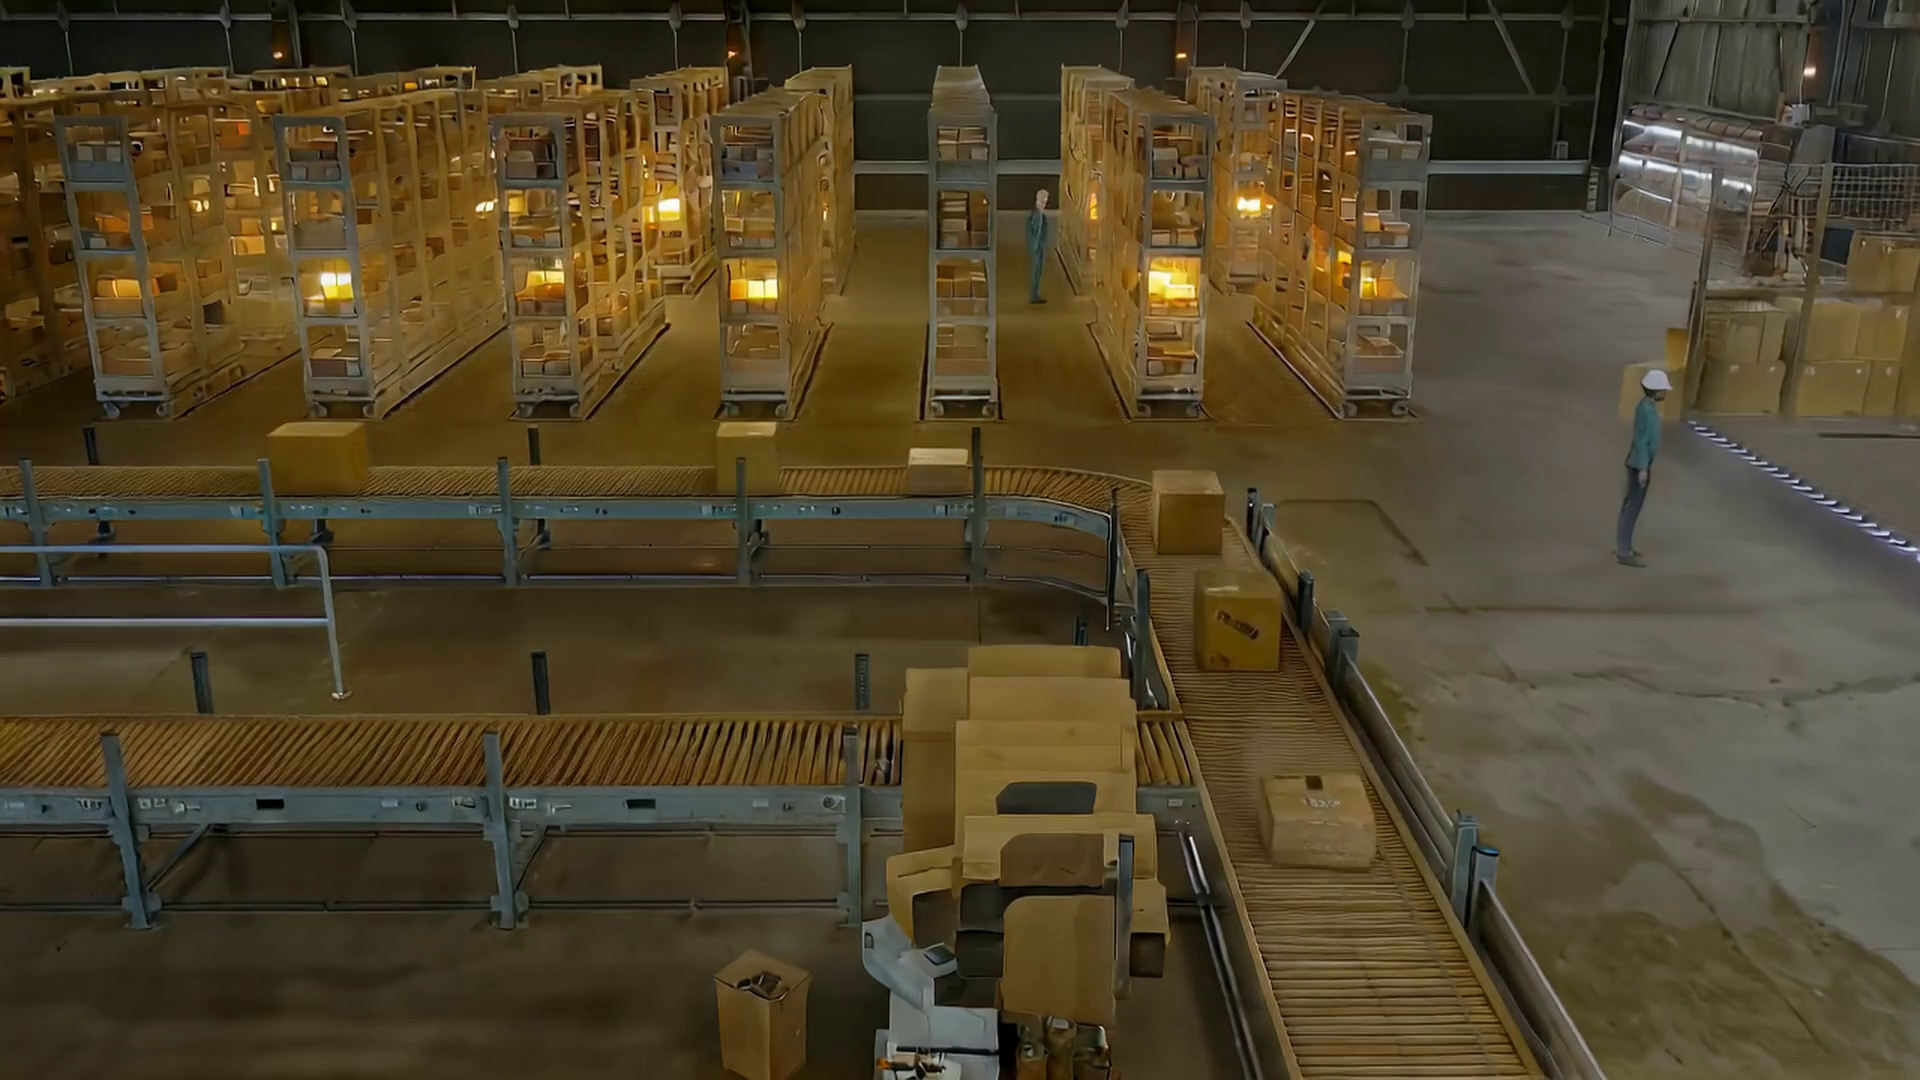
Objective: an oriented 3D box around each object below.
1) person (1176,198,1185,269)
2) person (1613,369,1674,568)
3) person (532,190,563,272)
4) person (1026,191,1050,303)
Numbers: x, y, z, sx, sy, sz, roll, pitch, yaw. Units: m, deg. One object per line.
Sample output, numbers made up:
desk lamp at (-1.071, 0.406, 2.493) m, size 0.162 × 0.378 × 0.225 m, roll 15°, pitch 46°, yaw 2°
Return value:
person at (3.225, -4.376, 25.948) m, size 0.737 × 1.962 × 0.638 m, roll 10°, pitch 21°, yaw 29°
person at (6.079, -0.647, 14.775) m, size 0.322 × 1.767 × 0.533 m, roll 5°, pitch 19°, yaw 16°
person at (-6.715, -4.783, 27.103) m, size 0.617 × 2.026 × 0.421 m, roll 5°, pitch 19°, yaw 15°
person at (1.296, -4.889, 27.728) m, size 0.378 × 1.836 × 0.565 m, roll 3°, pitch 18°, yaw 8°
